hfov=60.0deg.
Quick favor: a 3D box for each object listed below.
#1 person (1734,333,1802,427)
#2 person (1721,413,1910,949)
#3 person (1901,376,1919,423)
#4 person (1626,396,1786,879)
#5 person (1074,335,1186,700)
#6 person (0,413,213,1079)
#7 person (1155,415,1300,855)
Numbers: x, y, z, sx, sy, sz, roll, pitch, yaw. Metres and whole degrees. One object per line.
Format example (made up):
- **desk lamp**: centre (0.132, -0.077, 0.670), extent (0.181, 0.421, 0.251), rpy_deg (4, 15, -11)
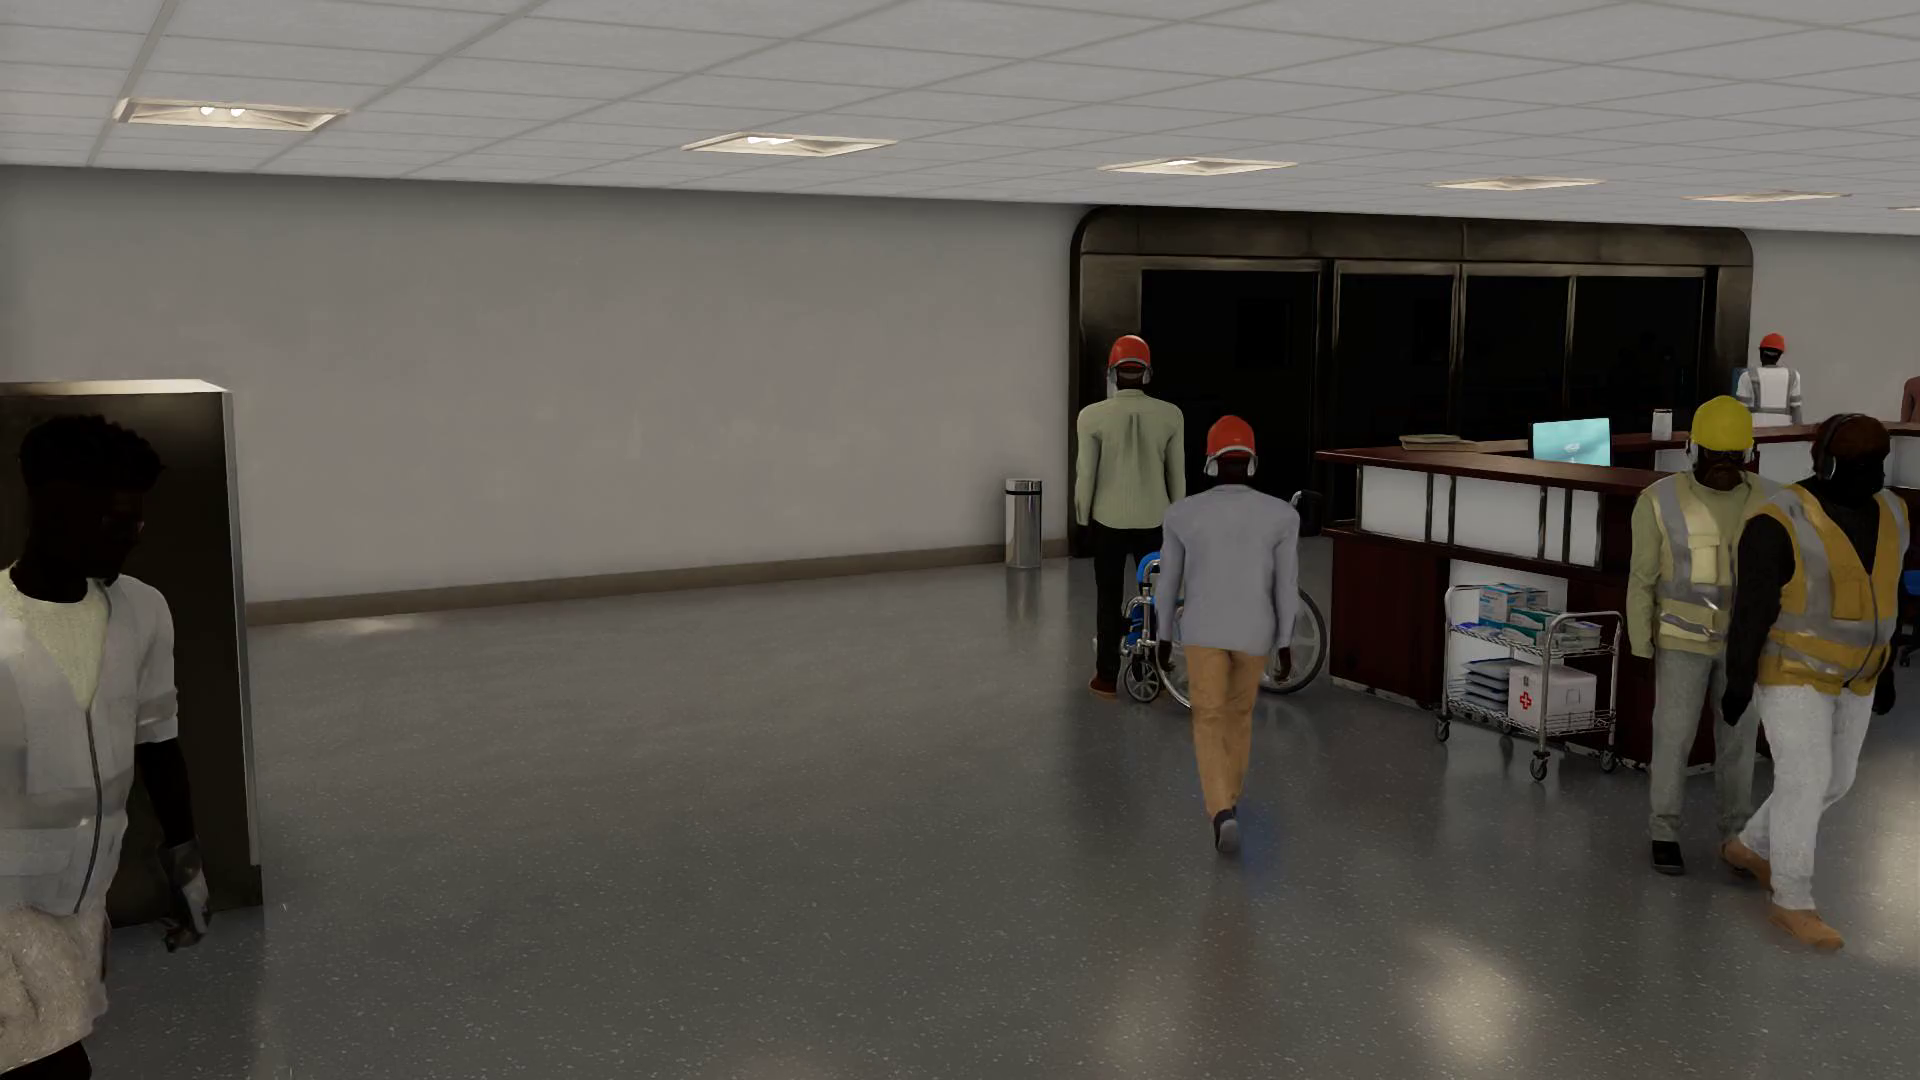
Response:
- **person**: centre (7.623, -1.003, 15.806), extent (0.683, 1.907, 0.519), rpy_deg (1, 8, 7)
- **person**: centre (2.879, 0.447, 5.741), extent (0.645, 1.805, 0.682), rpy_deg (-3, 8, -19)
- **person**: centre (9.969, -1.110, 17.112), extent (0.325, 1.765, 0.530), rpy_deg (-6, 10, -38)
- **person**: centre (2.817, 0.366, 6.253), extent (0.601, 1.818, 0.403), rpy_deg (1, 8, 5)
- **person**: centre (0.927, -0.121, 9.115), extent (0.622, 1.992, 0.396), rpy_deg (-1, 8, -7)
- **person**: centre (-1.875, 0.703, 3.397), extent (0.720, 1.917, 0.623), rpy_deg (2, 8, 17)
- **person**: centre (1.070, 0.362, 6.643), extent (0.561, 1.719, 0.836), rpy_deg (0, 8, 1)
